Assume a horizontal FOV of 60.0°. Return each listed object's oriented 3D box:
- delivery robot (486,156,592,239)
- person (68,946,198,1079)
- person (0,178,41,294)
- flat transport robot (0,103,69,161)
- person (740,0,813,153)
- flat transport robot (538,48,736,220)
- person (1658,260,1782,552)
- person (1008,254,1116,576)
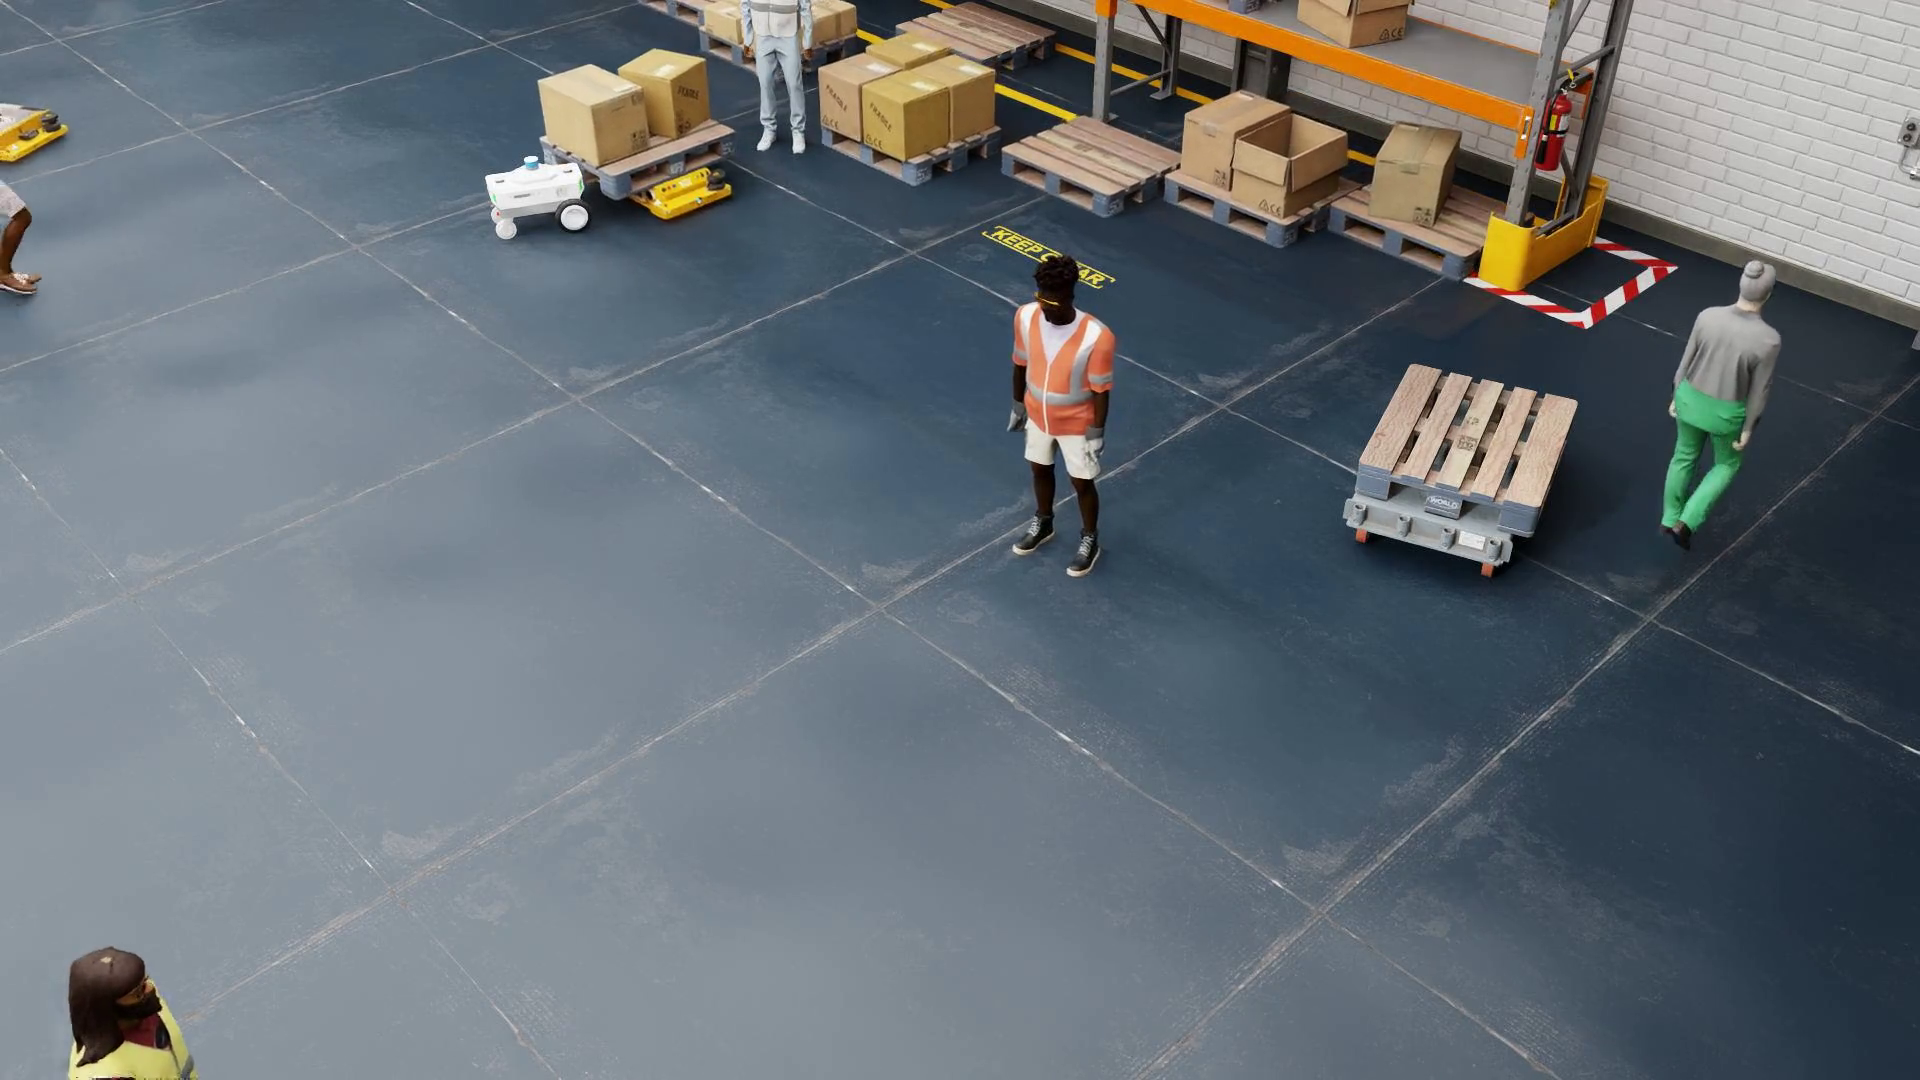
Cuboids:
[{"bbox_3d":[-3.244,-2.657,12.825,0.813,0.609,0.499,-12,39,-16],"label":"delivery robot"},{"bbox_3d":[-2.751,2.006,5.674,0.951,1.729,0.467,0,37,-1],"label":"person"},{"bbox_3d":[-6.875,-2.571,11.643,0.463,1.836,0.517,-23,43,-27],"label":"person"},{"bbox_3d":[-8.441,-3.510,14.179,1.431,0.231,0.659,10,38,13],"label":"flat transport robot"},{"bbox_3d":[-1.488,-4.130,13.641,0.591,1.913,0.393,4,37,5],"label":"person"},{"bbox_3d":[-2.565,-2.993,13.495,1.431,0.231,0.659,31,47,34],"label":"flat transport robot"},{"bbox_3d":[4.175,-0.732,9.211,0.522,1.830,0.499,30,46,34],"label":"person"},{"bbox_3d":[0.535,-0.674,9.037,0.615,1.952,0.396,22,42,26],"label":"person"}]
